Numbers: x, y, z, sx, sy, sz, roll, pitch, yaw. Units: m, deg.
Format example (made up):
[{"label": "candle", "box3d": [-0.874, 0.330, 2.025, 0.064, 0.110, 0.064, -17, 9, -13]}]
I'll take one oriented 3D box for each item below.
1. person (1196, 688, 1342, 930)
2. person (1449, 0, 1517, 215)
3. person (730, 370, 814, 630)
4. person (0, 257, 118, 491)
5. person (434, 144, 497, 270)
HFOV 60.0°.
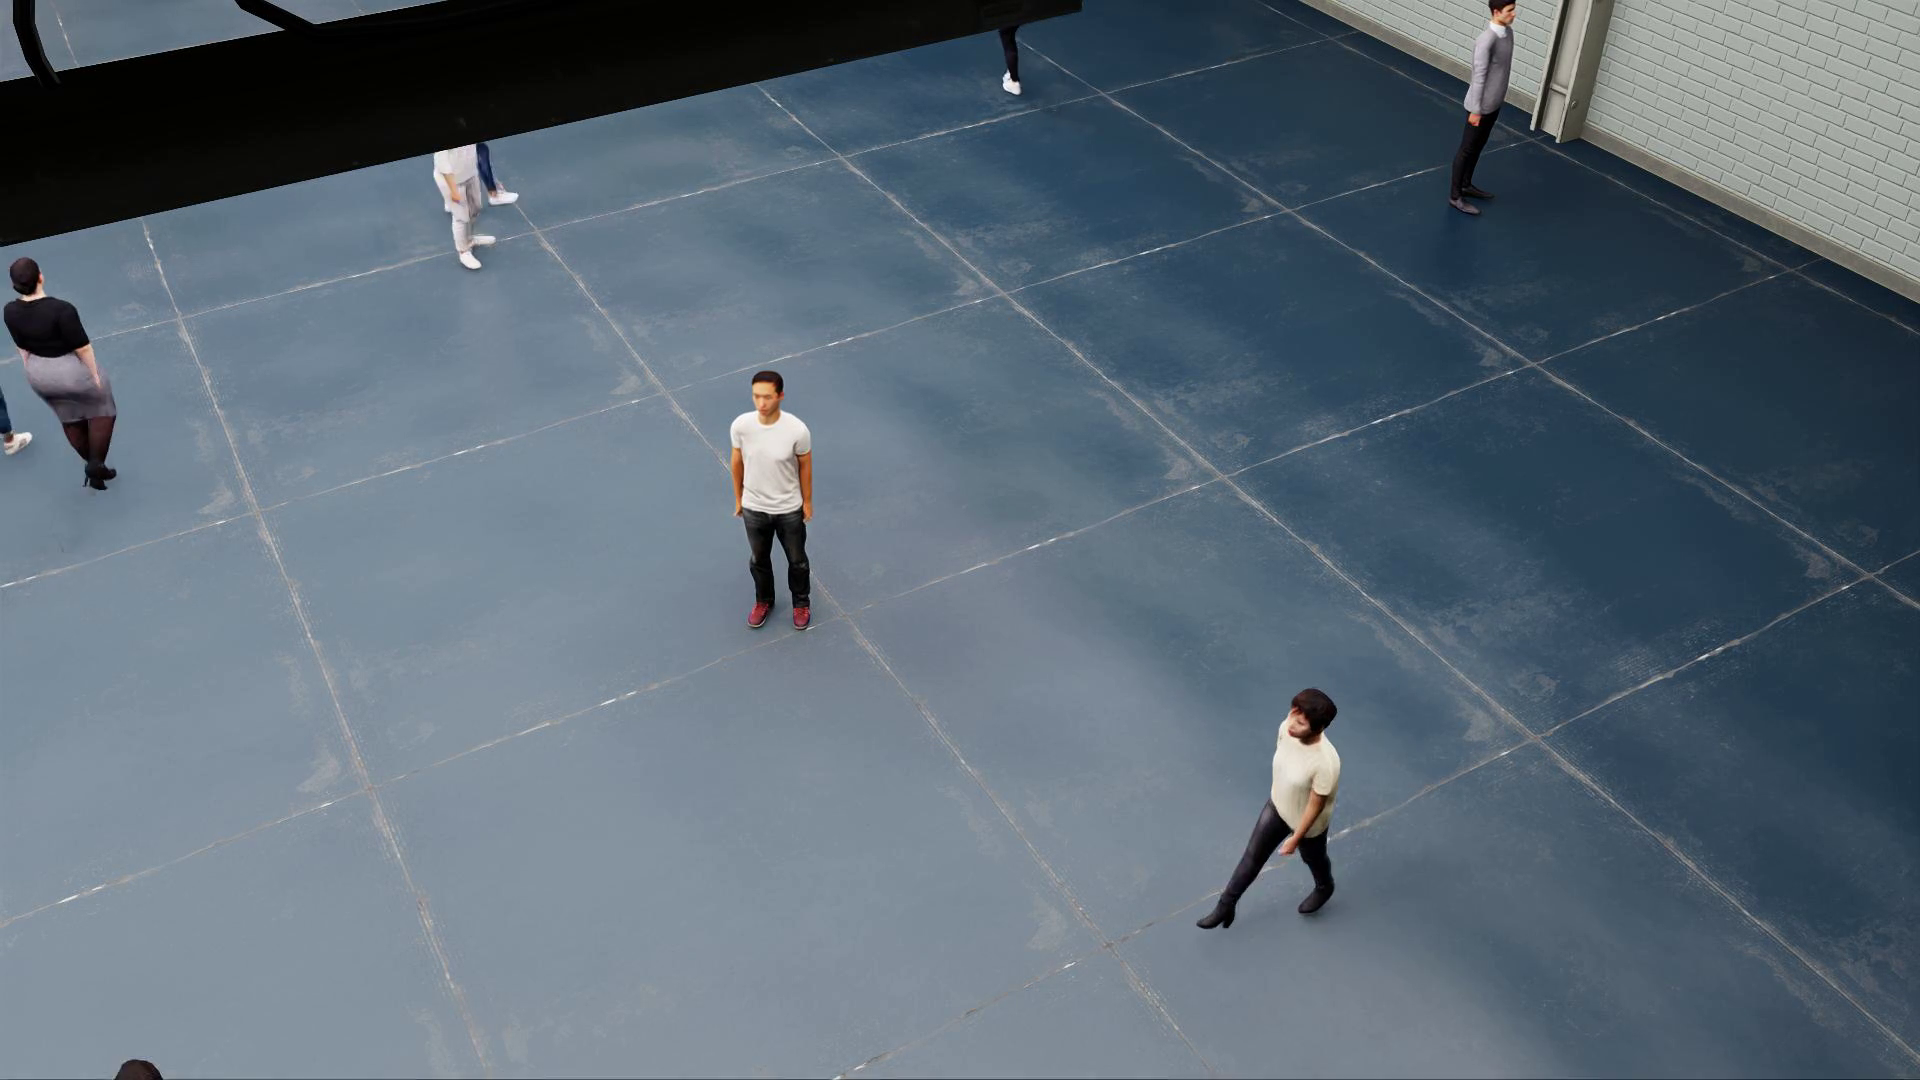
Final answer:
[{"label": "person", "box3d": [1.732, 1.346, 8.209, 0.674, 1.546, 0.959, -18, 42, -22]}, {"label": "person", "box3d": [4.579, -3.850, 14.544, 0.800, 1.923, 0.829, 24, 44, 27]}, {"label": "person", "box3d": [-1.117, -0.245, 10.032, 0.716, 1.805, 0.730, 3, 38, 3]}, {"label": "person", "box3d": [-5.989, -1.022, 11.074, 0.852, 1.743, 0.954, 0, 38, 0]}, {"label": "person", "box3d": [-4.163, -3.023, 13.704, 0.880, 1.656, 0.831, 2, 38, 3]}]
